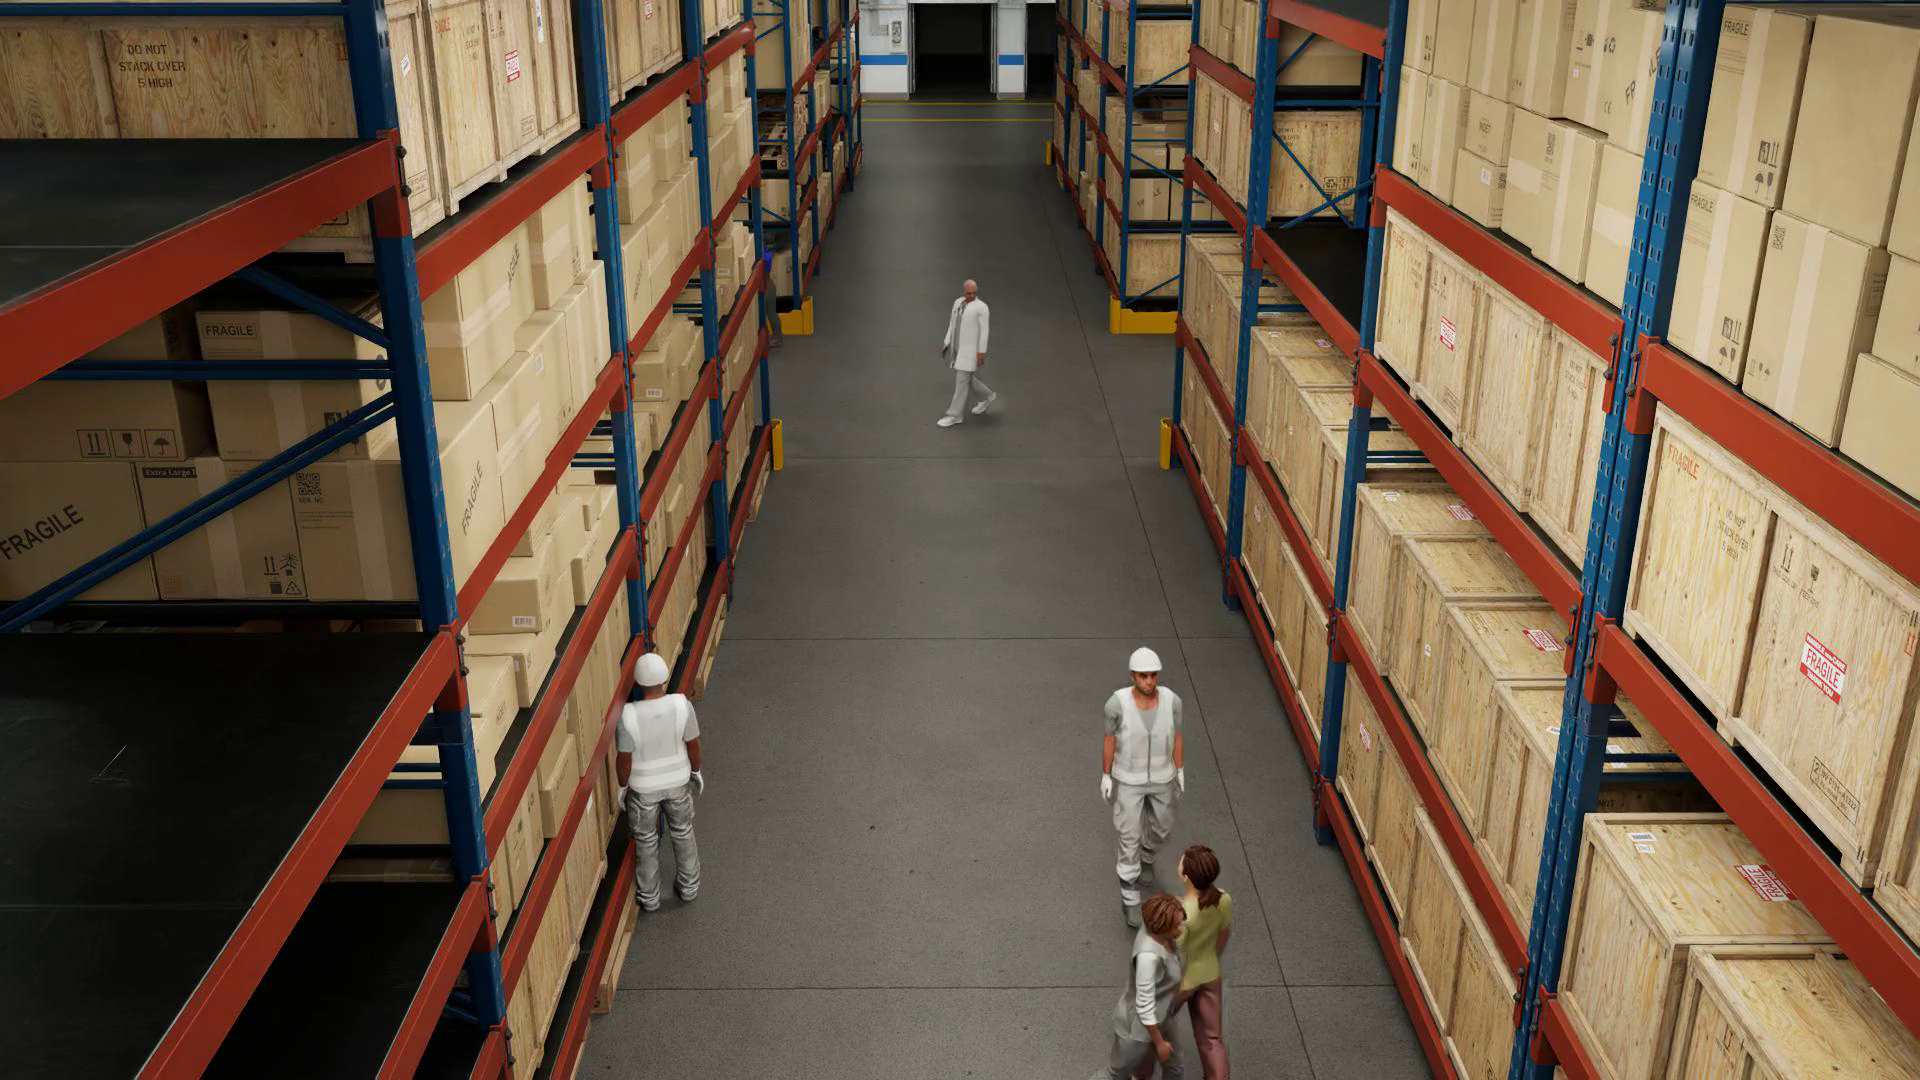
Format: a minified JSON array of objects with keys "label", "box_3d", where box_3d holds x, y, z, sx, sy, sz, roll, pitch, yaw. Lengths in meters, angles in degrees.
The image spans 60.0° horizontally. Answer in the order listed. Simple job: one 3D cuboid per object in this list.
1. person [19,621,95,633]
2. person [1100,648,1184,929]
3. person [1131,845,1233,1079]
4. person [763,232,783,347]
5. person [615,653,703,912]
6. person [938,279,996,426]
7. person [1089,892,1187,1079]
[{"label":"person","box_3d":[-8.039,0.003,14.465,0.724,1.767,0.587,-18,28,-38]},{"label":"person","box_3d":[1.176,1.526,10.602,0.549,1.788,0.751,-3,22,-8]},{"label":"person","box_3d":[1.196,2.302,8.831,0.450,1.645,0.882,-10,23,-23]},{"label":"person","box_3d":[-2.900,-3.553,23.641,0.734,1.649,0.447,-13,25,-30]},{"label":"person","box_3d":[-1.930,1.523,10.622,0.554,1.789,0.391,-9,23,-22]},{"label":"person","box_3d":[0.062,-2.342,20.430,0.965,1.755,0.611,-15,26,-33]},{"label":"person","box_3d":[0.992,2.467,8.477,0.830,1.565,0.430,8,23,20]}]
